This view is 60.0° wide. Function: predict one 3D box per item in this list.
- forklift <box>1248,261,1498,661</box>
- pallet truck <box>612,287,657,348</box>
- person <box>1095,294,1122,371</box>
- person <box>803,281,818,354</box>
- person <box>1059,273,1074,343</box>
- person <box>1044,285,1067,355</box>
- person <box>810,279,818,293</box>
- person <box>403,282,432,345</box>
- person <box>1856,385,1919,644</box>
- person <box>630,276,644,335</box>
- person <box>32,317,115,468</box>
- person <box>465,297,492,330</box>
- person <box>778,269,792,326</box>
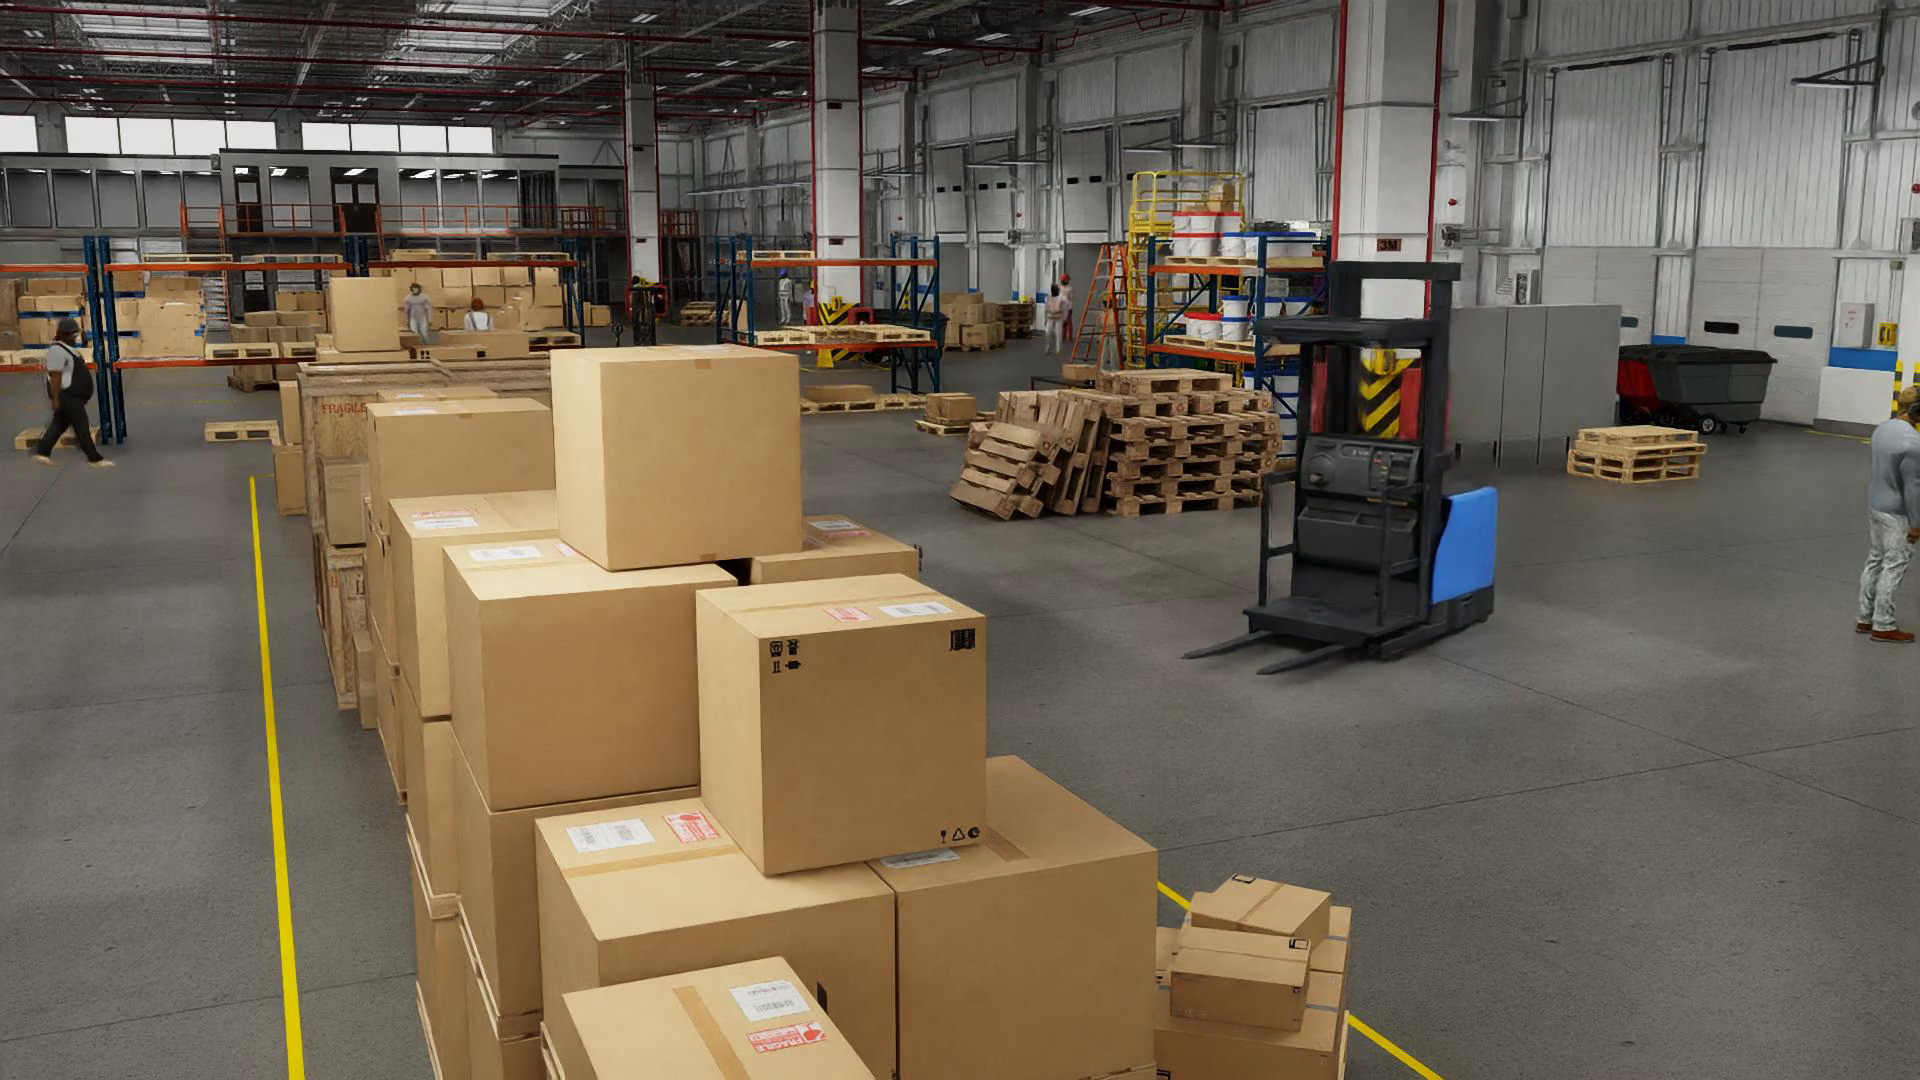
[{"bbox_3d":[3.198,-0.692,12.499,1.129,2.768,1.873,10,14,42],"label":"forklift"},{"bbox_3d":[-6.464,-4.406,35.401,0.823,1.965,1.885,6,12,32],"label":"pallet truck"},{"bbox_3d":[3.179,-4.368,35.584,0.613,1.860,1.047,2,11,13],"label":"person"},{"bbox_3d":[-3.785,-5.786,43.232,0.586,1.917,0.380,-4,11,-19],"label":"person"},{"bbox_3d":[3.049,-6.690,48.003,0.395,1.990,0.619,-6,12,-29],"label":"person"},{"bbox_3d":[2.431,-5.635,42.699,0.642,1.807,0.825,3,11,14],"label":"person"},{"bbox_3d":[-3.973,-6.425,46.932,0.508,1.853,0.500,-7,13,-35],"label":"person"},{"bbox_3d":[-13.481,-5.449,41.346,0.652,1.927,0.472,-3,11,-14],"label":"person"},{"bbox_3d":[6.966,-0.190,12.372,0.380,1.929,0.634,0,10,3],"label":"person"},{"bbox_3d":[-10.081,-7.311,51.879,0.429,1.840,0.645,1,10,6],"label":"person"},{"bbox_3d":[-11.705,-1.945,21.721,1.016,2.000,0.694,-3,11,-15],"label":"person"},{"bbox_3d":[-9.259,-3.727,32.004,0.617,1.870,0.447,-10,14,-44],"label":"person"},{"bbox_3d":[-6.040,-8.372,57.393,0.380,1.951,0.605,-10,14,-43],"label":"person"}]
